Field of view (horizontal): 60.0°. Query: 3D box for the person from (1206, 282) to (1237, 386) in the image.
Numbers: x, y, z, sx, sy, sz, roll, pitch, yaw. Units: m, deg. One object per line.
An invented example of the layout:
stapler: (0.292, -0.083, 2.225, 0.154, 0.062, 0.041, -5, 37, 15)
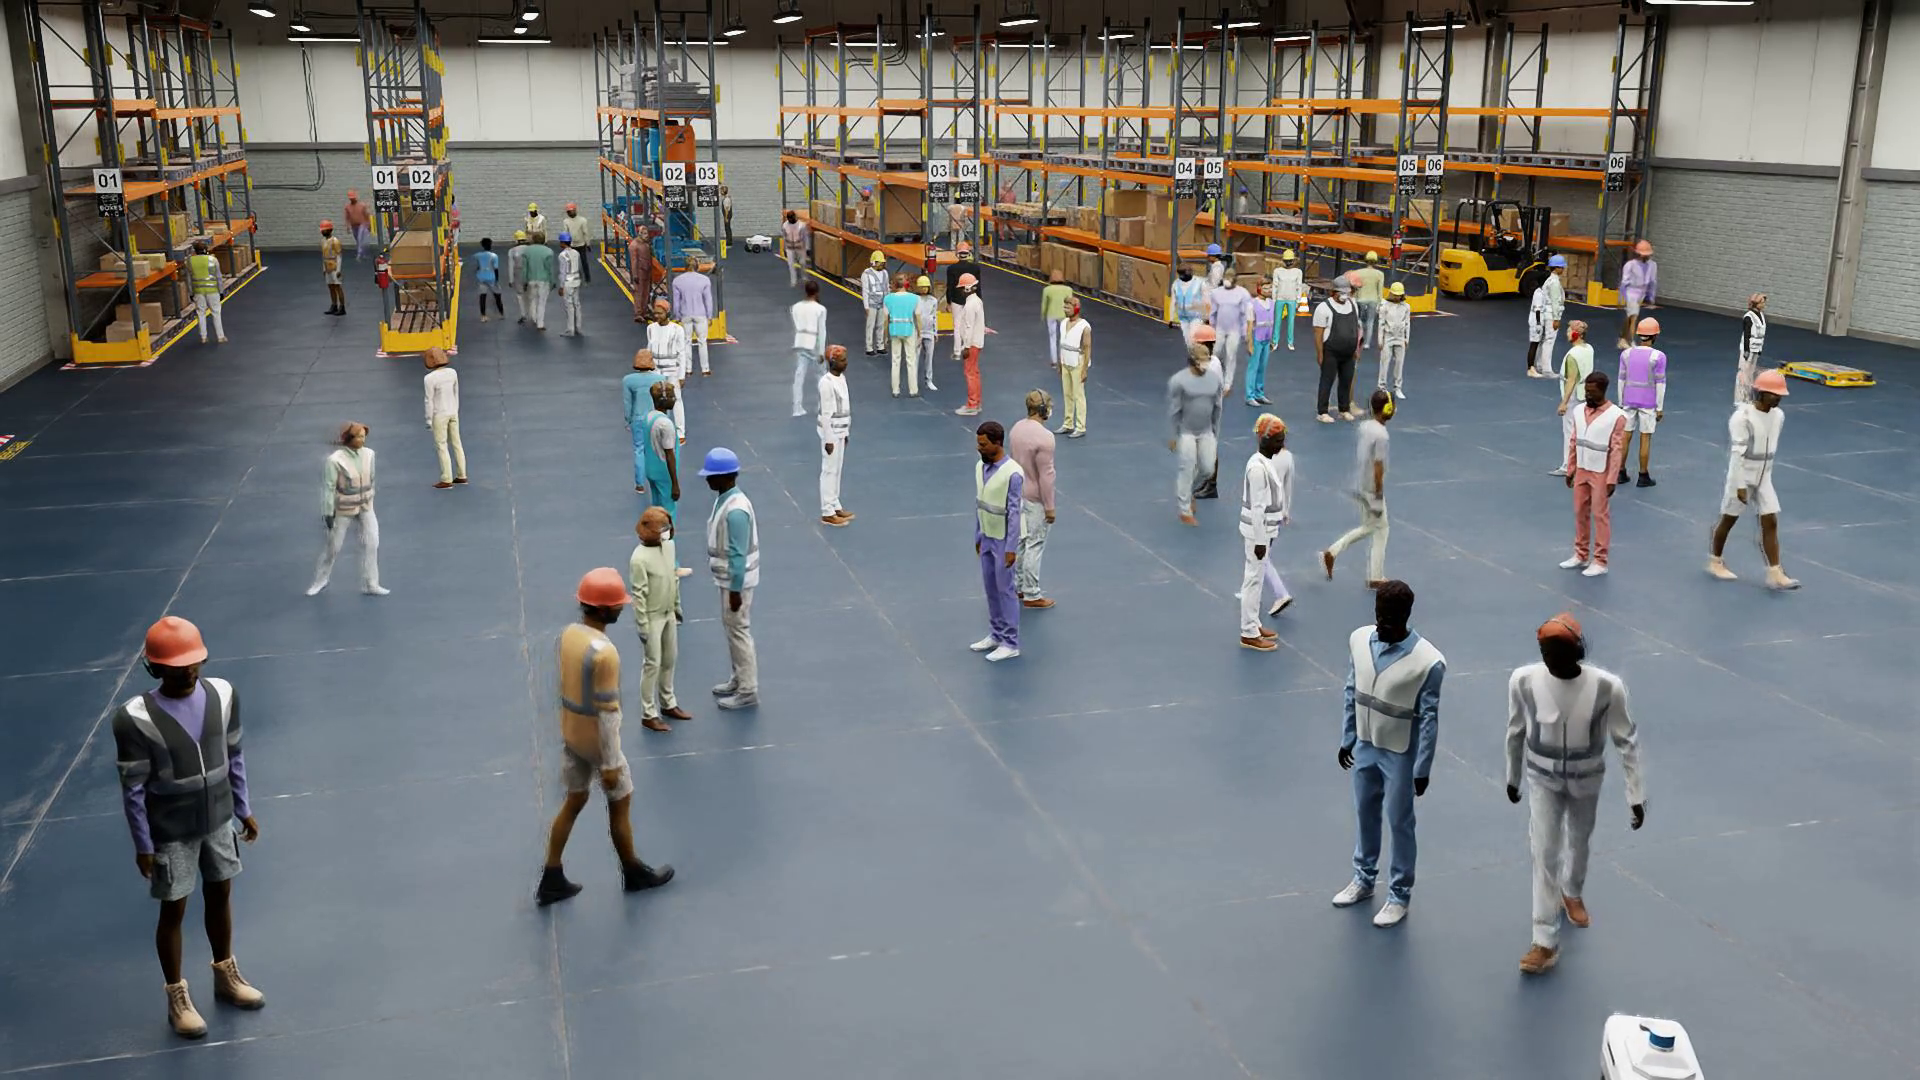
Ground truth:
person: (4.067, -3.172, 25.619, 0.545, 1.638, 0.880, -9, 18, -32)

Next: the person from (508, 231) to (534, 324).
person: (-8.616, -5.180, 32.870, 0.621, 1.825, 0.505, -10, 18, -33)

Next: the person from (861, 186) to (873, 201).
person: (-2.723, -9.536, 49.181, 0.499, 1.860, 0.333, 11, 19, 36)

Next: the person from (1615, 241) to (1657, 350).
person: (11.798, -4.236, 29.071, 0.642, 1.967, 0.950, -6, 16, -20)

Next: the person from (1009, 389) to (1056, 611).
person: (0.639, -0.355, 14.494, 0.374, 1.932, 0.627, -7, 16, -25)

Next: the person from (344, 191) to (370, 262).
person: (-16.510, -8.639, 45.688, 0.623, 1.934, 1.012, 0, 15, 0)

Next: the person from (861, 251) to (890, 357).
person: (-1.434, -4.068, 28.674, 0.586, 1.824, 0.404, -13, 20, -41)

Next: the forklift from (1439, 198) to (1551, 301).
forklift: (11.913, -6.508, 37.130, 2.313, 2.155, 1.214, -4, 15, -15)

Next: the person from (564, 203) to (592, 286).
person: (-9.083, -7.034, 39.598, 0.660, 1.947, 0.592, 4, 15, 15)

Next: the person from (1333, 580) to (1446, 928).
person: (2.313, 1.123, 8.966, 0.397, 1.911, 0.587, -11, 18, -36)

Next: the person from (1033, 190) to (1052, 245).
person: (2.278, -8.790, 46.276, 0.560, 1.907, 0.786, -5, 16, -19)

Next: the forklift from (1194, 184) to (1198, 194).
forklift: (7.392, -11.333, 53.972, 1.873, 2.768, 1.129, -4, 15, -15)

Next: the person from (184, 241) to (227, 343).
person: (-13.725, -4.506, 30.286, 0.624, 1.840, 0.429, -3, 15, -10)

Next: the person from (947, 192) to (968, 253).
person: (-0.050, -8.336, 44.539, 0.584, 1.919, 0.381, 5, 16, 20)

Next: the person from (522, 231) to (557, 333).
person: (-7.995, -4.925, 31.701, 0.630, 1.916, 0.551, 4, 15, 15)

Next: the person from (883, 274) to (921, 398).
person: (-0.854, -3.017, 24.673, 0.565, 1.841, 0.396, 2, 15, 8)

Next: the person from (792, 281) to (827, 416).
person: (-2.078, -2.720, 23.496, 0.611, 1.864, 0.990, 9, 17, 30)

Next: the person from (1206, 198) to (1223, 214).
person: (7.873, -10.063, 51.479, 0.536, 1.693, 0.320, 0, 15, 1)

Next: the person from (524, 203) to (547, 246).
person: (-10.619, -7.511, 41.627, 0.595, 1.825, 0.404, 2, 15, 9)

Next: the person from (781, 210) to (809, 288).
person: (-3.875, -6.884, 39.303, 0.667, 1.816, 0.602, 2, 15, 6)

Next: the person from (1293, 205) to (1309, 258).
person: (8.835, -7.854, 43.039, 0.348, 1.760, 0.528, -10, 18, -33)

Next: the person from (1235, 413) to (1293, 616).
person: (2.665, -0.234, 14.392, 0.538, 1.745, 0.751, -12, 19, -37)

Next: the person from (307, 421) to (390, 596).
person: (-5.509, -0.281, 14.846, 0.632, 1.604, 0.570, 10, 18, 33)

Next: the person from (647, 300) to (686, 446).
person: (-3.754, -2.130, 21.275, 0.581, 1.876, 0.345, 8, 17, 27)

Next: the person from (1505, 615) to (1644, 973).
person: (3.170, 1.255, 8.633, 0.699, 1.832, 0.977, 5, 16, 19)

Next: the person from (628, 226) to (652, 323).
person: (-6.317, -5.289, 33.129, 0.400, 1.898, 0.650, 5, 16, 18)

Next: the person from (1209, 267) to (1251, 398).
person: (4.000, -3.101, 24.818, 0.655, 1.930, 0.506, 8, 17, 28)

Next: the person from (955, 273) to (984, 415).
person: (0.141, -2.762, 23.458, 0.411, 1.979, 0.626, 2, 15, 9)

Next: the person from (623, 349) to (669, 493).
person: (-3.533, -1.341, 18.763, 0.507, 1.632, 0.272, -2, 15, -8)

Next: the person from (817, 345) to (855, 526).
person: (-1.302, -1.099, 17.375, 0.361, 1.882, 0.575, 3, 15, 13)

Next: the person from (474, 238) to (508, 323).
person: (-9.388, -5.203, 33.249, 0.535, 1.658, 0.815, 3, 15, 10)

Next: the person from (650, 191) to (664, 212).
person: (-8.319, -8.757, 46.134, 0.592, 1.918, 0.396, 12, 19, 39)

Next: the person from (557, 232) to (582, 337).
person: (-7.308, -4.778, 31.096, 0.385, 1.948, 0.605, 4, 16, 16)

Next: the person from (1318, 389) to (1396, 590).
person: (3.642, -0.444, 14.994, 0.680, 1.843, 0.582, -2, 15, -7)

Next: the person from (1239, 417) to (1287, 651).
person: (2.442, -0.057, 13.449, 0.354, 1.886, 0.573, 4, 15, 14)

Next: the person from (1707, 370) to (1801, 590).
person: (7.226, -0.527, 15.000, 0.616, 1.996, 1.005, -5, 16, -17)
